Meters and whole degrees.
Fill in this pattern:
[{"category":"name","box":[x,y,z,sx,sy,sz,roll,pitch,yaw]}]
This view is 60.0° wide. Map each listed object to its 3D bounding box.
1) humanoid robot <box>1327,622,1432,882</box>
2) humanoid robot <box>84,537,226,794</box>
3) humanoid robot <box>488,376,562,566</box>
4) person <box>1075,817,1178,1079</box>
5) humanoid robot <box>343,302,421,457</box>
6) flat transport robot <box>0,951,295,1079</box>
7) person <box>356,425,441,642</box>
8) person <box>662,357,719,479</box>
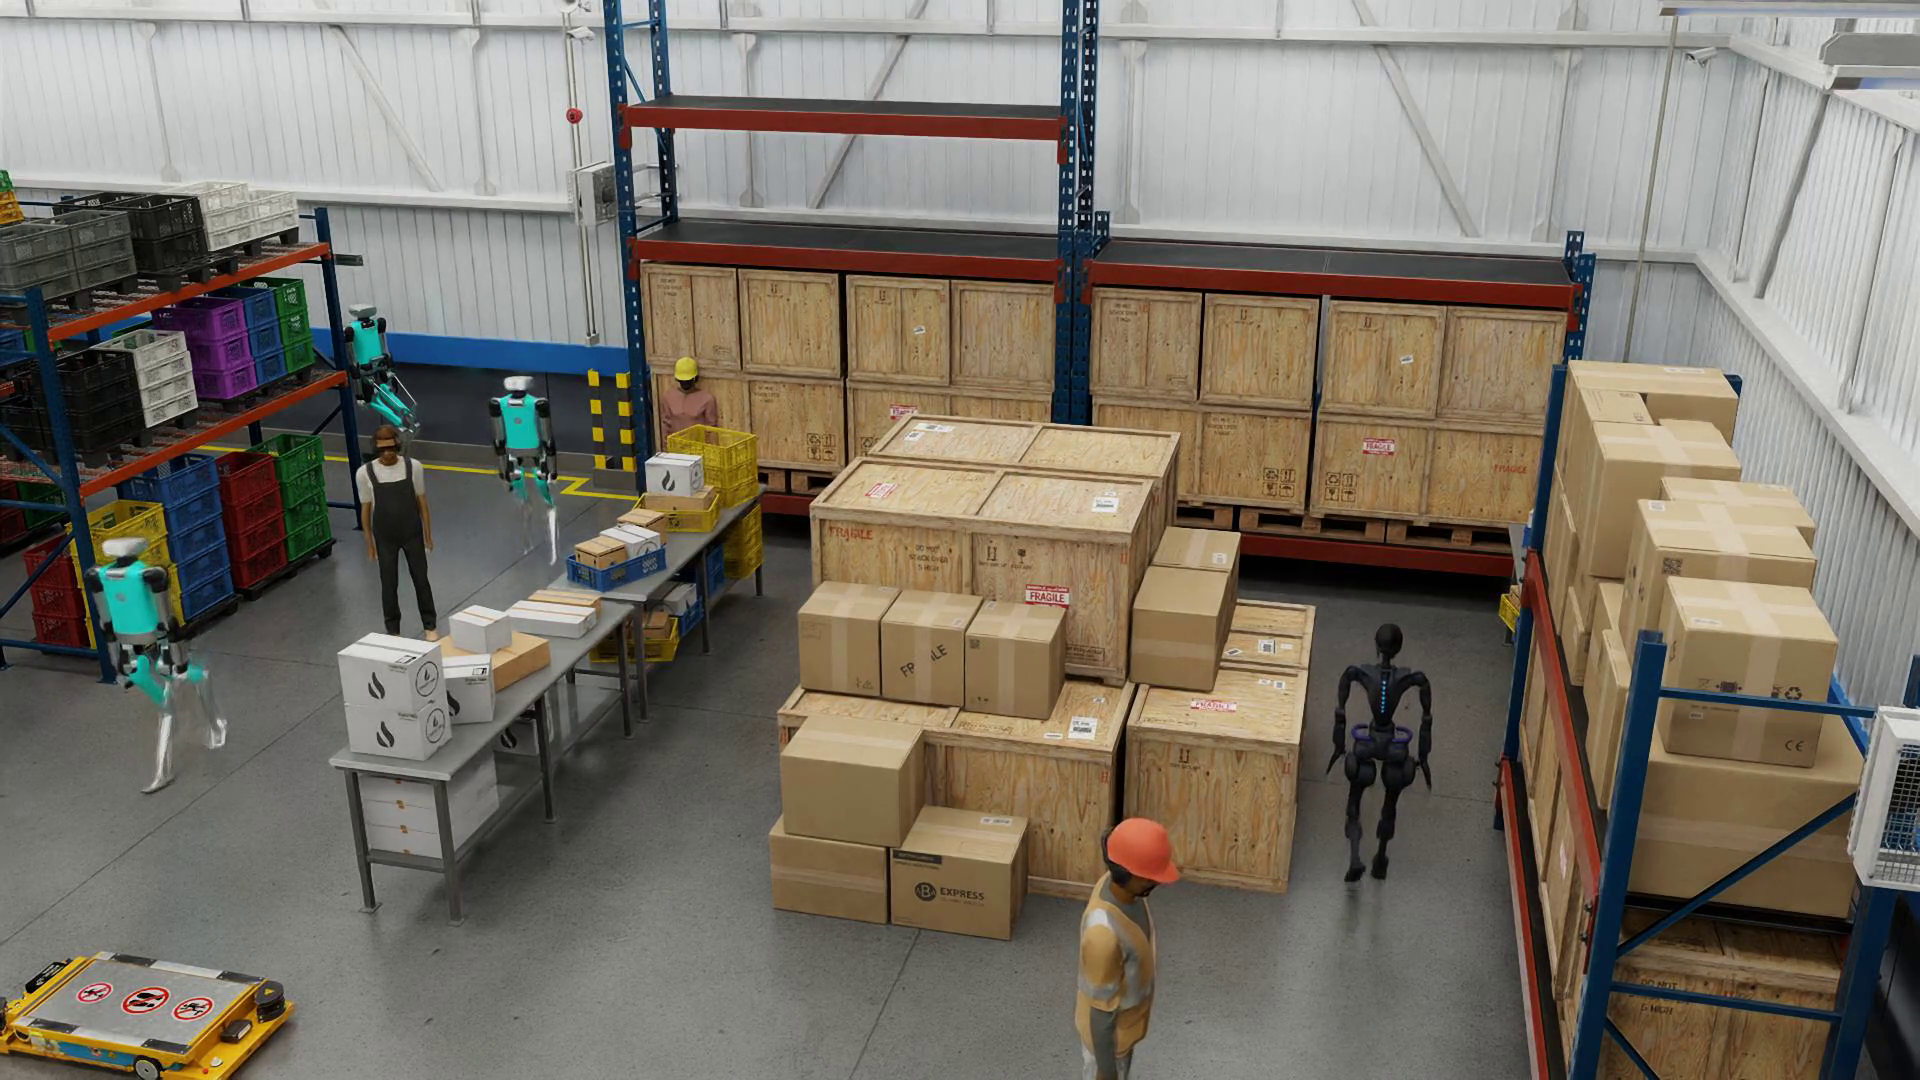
[{"category":"humanoid robot","box":[2.466,1.277,9.732,0.609,1.640,0.495,5,21,13]},{"category":"humanoid robot","box":[-5.309,0.733,11.138,0.557,1.780,1.017,2,21,6]},{"category":"humanoid robot","box":[-3.756,-0.648,14.723,0.530,1.802,0.793,1,21,3]},{"category":"person","box":[0.699,2.083,7.131,0.403,2.030,0.609,6,22,14]},{"category":"humanoid robot","box":[-5.791,-1.547,16.847,0.735,1.677,0.533,11,24,27]},{"category":"flat transport robot","box":[-4.270,2.464,8.601,1.431,0.231,0.659,5,22,13]},{"category":"person","box":[-4.359,-0.022,12.917,0.500,1.836,0.338,-10,23,-24]},{"category":"person","box":[-2.438,-0.807,15.074,0.522,1.761,0.336,4,21,10]}]
